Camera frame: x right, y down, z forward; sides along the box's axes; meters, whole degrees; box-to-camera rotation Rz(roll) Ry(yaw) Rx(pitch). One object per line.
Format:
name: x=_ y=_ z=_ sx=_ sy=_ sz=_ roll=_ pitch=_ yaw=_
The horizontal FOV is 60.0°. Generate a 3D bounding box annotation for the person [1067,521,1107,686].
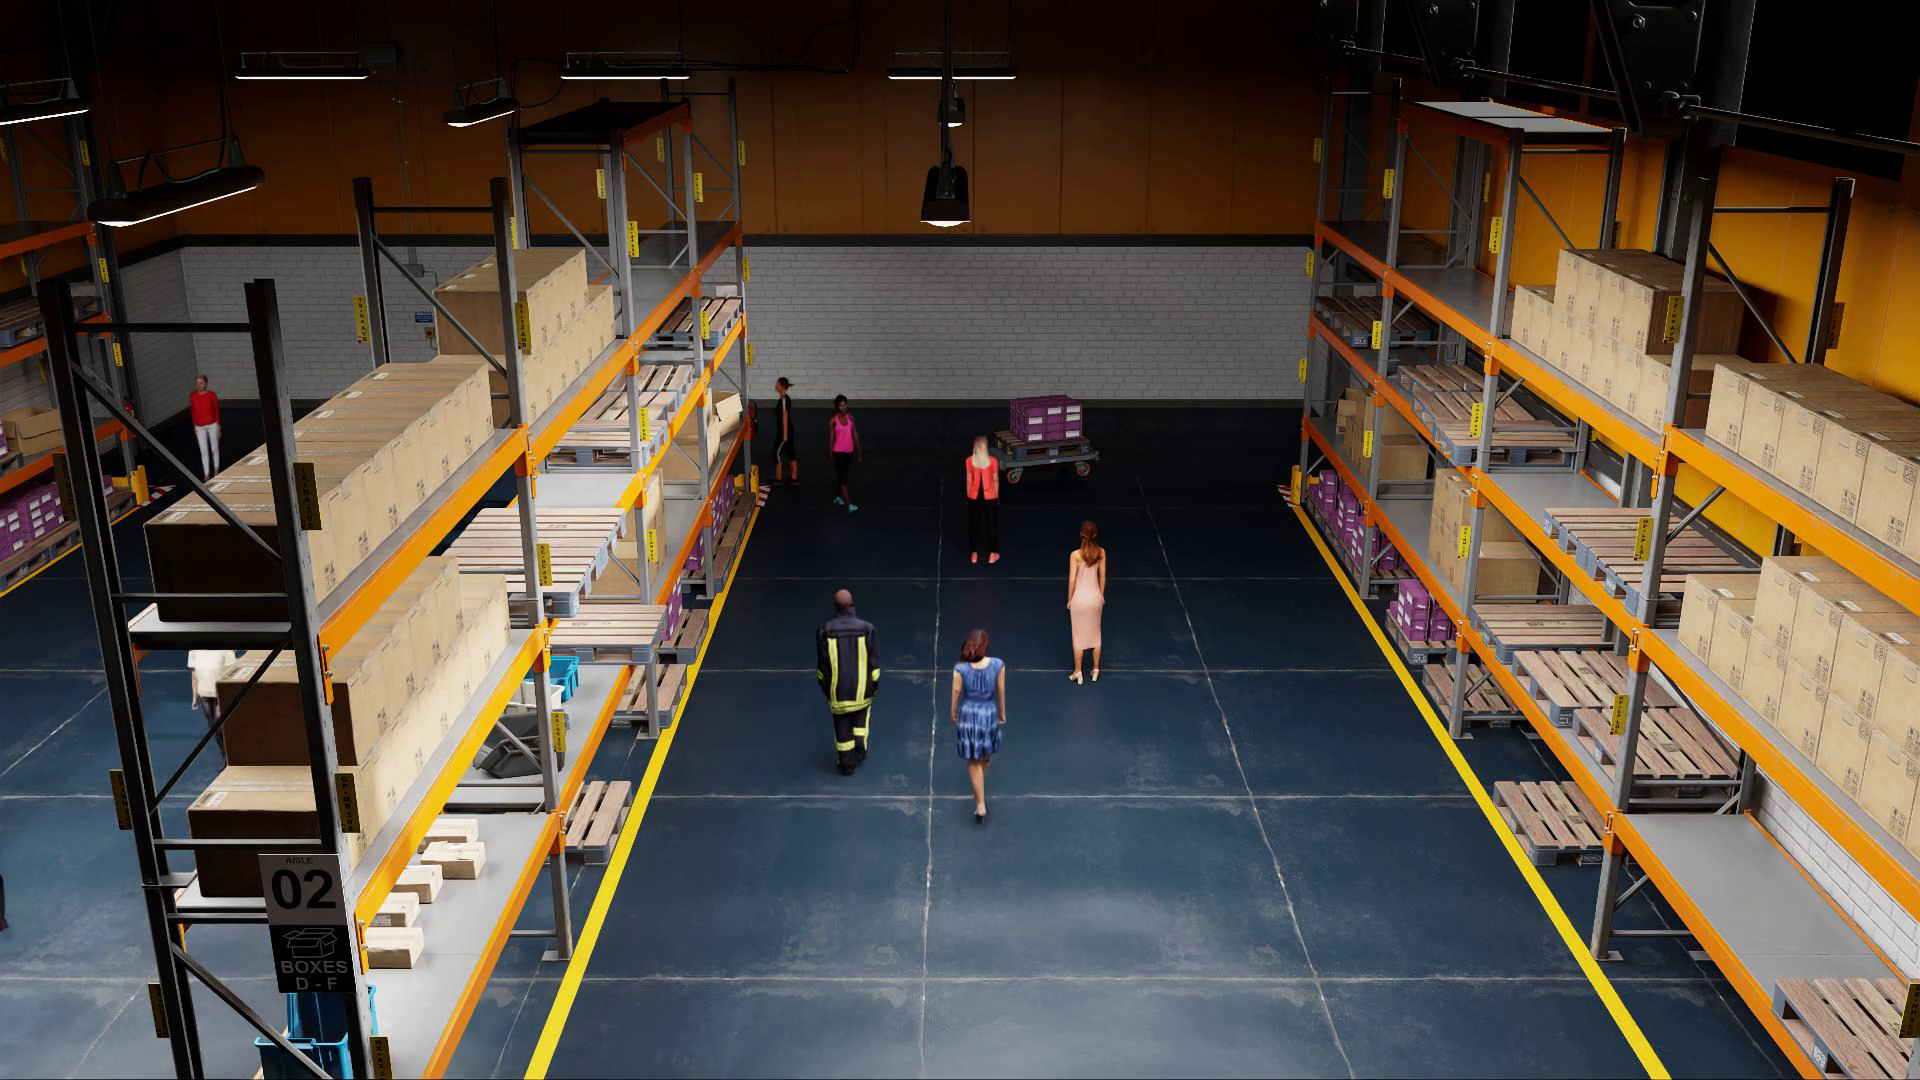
person: x=1.364 y=0.664 z=17.874 sx=0.637 sy=1.832 sz=0.608 roll=-6 pitch=20 yaw=-17

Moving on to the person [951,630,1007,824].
person: x=0.194 y=1.695 z=14.889 sx=0.813 sy=1.782 sz=1.042 roll=-5 pitch=19 yaw=-15

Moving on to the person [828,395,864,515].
person: x=-1.710 y=-1.244 z=23.798 sx=0.944 sy=1.667 sz=1.174 roll=-11 pitch=21 yaw=-29

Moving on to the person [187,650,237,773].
person: x=-7.067 y=1.464 z=15.897 sx=0.642 sy=1.577 sz=0.635 roll=4 pitch=19 yaw=12

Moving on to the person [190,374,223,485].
person: x=-11.343 y=-1.679 z=25.118 sx=0.768 sy=1.648 sz=1.161 roll=-5 pitch=19 yaw=-14

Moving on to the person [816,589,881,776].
person: x=-1.057 y=1.364 z=15.838 sx=0.781 sy=1.805 sz=0.823 roll=-1 pitch=19 yaw=-4

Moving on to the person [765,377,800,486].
person: x=-2.542 y=-1.627 z=24.947 sx=0.659 sy=1.659 sz=0.661 roll=-1 pitch=19 yaw=-2

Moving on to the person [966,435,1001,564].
person: x=0.289 y=-0.535 z=21.648 sx=0.628 sy=1.695 sz=0.587 roll=3 pitch=19 yaw=9
